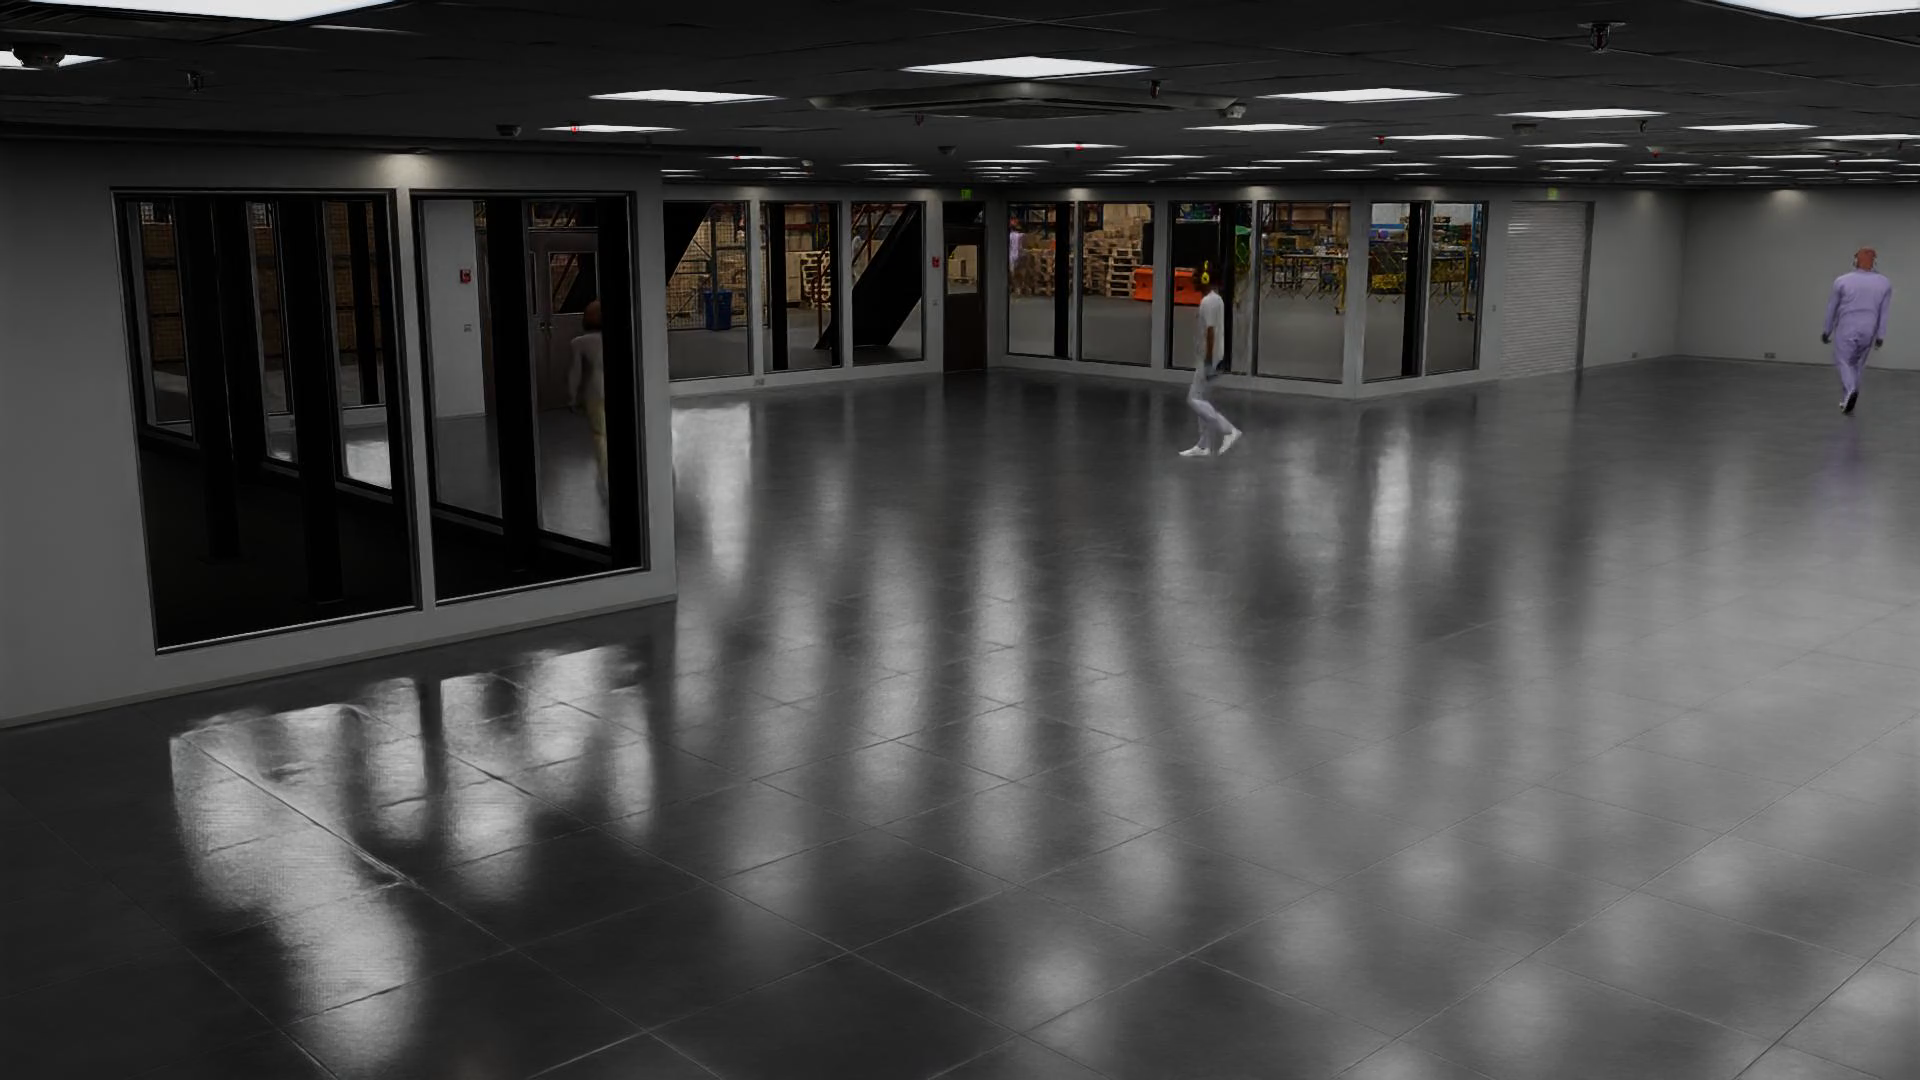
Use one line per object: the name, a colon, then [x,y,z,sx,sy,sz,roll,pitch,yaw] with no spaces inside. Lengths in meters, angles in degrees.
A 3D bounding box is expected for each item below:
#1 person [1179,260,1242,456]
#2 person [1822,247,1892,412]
person: [2.346,-1.679,15.526,0.492,1.852,0.517,3,12,17]
person: [10.274,-2.404,19.052,0.645,1.885,0.797,1,11,7]
